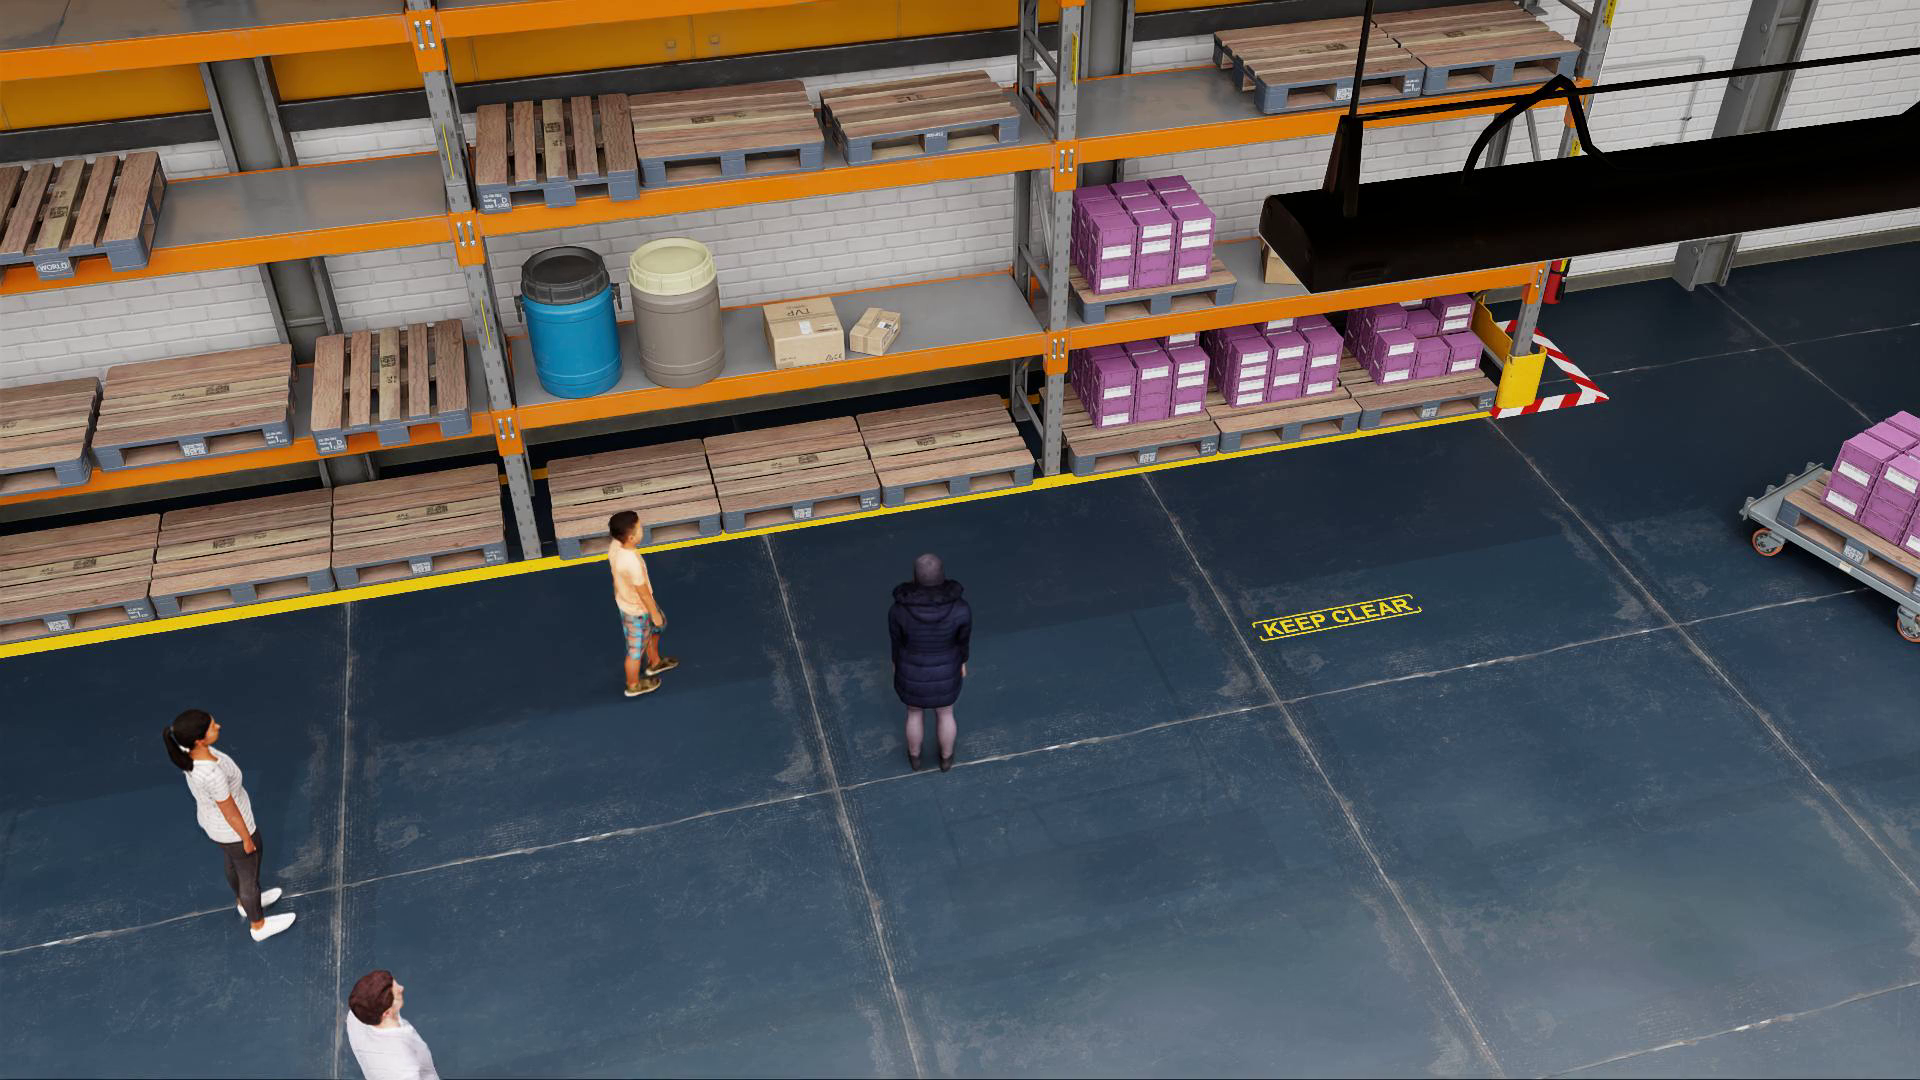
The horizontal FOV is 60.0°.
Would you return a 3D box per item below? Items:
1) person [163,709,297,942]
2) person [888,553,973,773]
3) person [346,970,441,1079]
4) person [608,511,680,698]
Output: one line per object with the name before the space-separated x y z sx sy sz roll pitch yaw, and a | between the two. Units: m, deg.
person | -4.036 1.551 9.147 0.647 1.644 0.632 -30 48 -32
person | -0.191 0.763 10.108 0.642 1.675 0.771 -2 39 -3
person | -2.572 2.642 7.623 0.889 1.841 0.972 31 48 33
person | -2.151 0.436 10.698 0.709 1.451 0.618 -18 42 -21
